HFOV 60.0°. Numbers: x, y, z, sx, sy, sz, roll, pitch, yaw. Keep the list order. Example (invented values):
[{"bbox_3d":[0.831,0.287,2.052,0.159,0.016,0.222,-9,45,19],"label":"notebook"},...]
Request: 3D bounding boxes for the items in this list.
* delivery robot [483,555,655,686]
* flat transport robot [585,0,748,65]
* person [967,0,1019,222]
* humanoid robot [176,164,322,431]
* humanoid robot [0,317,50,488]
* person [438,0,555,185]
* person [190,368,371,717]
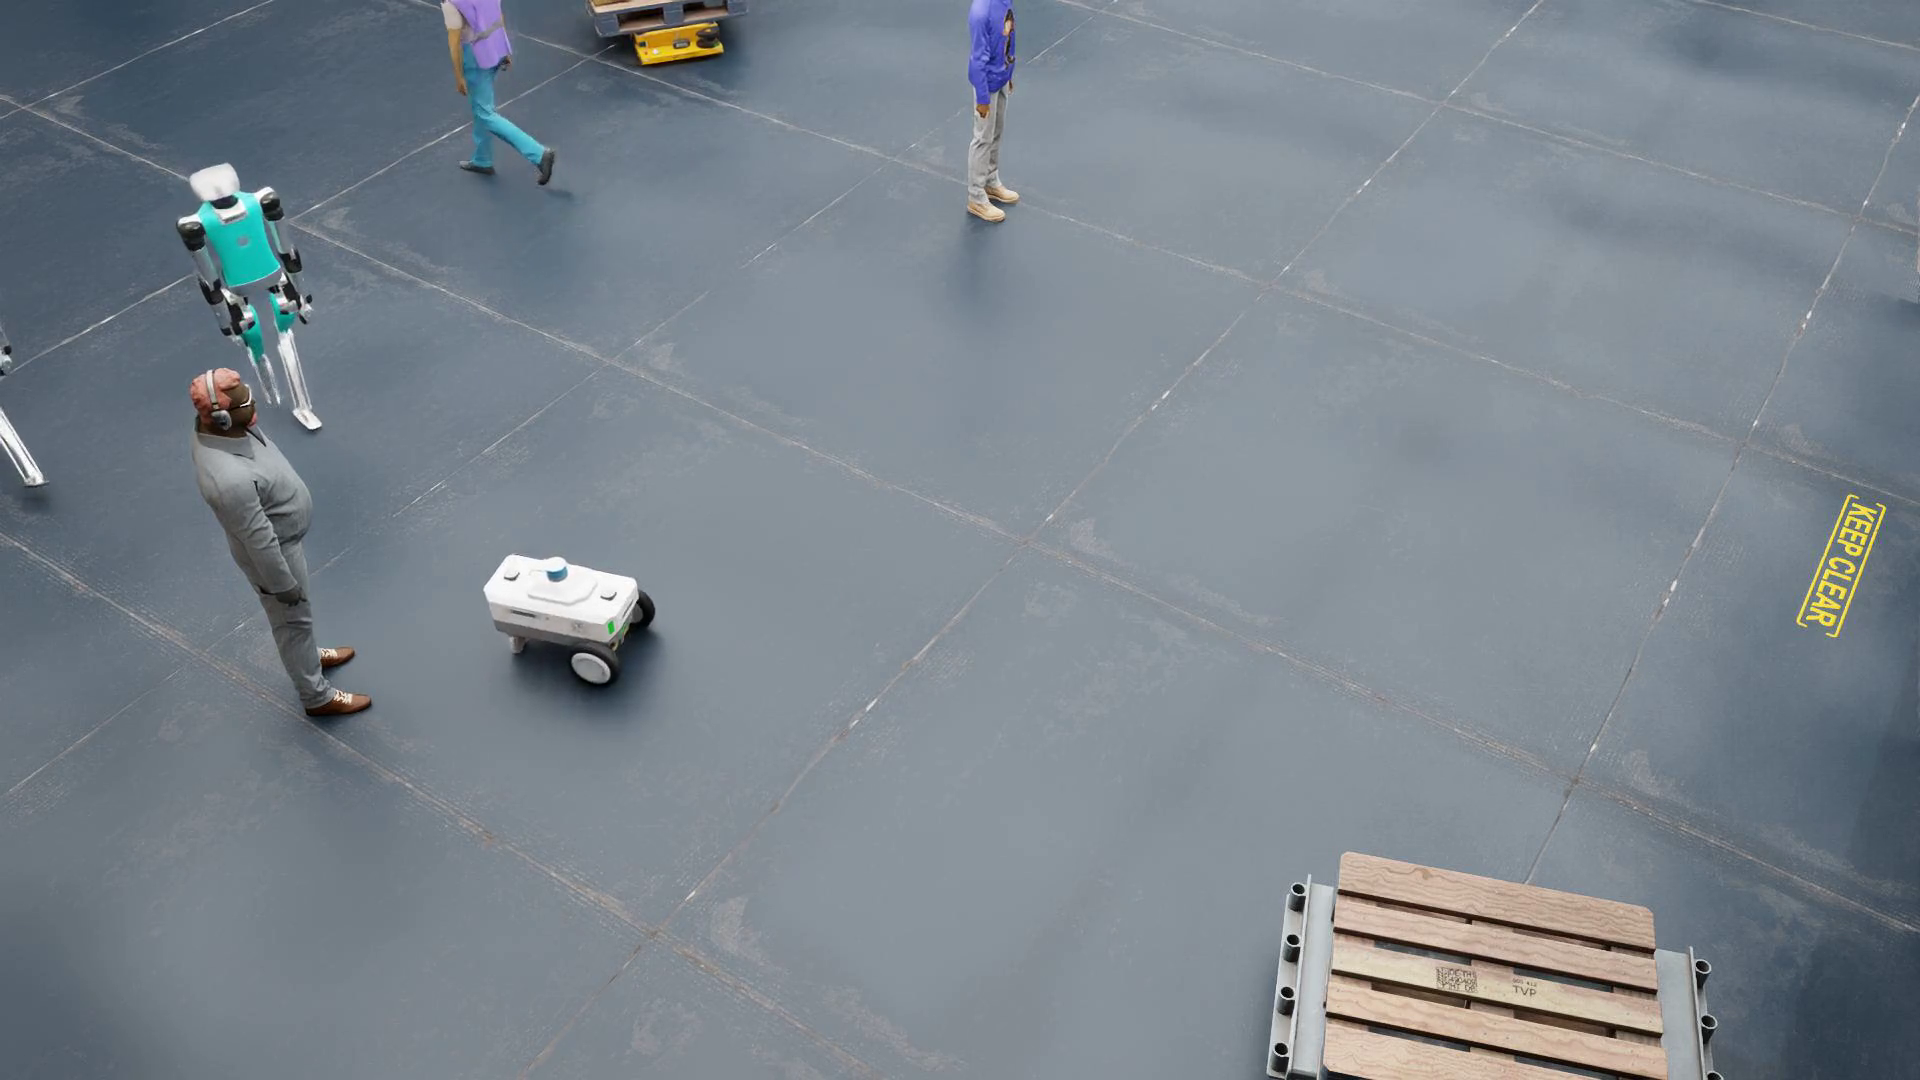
[{"bbox_3d":[-1.913,0.345,8.189,0.779,0.608,0.507,10,43,11],"label":"delivery robot"},{"bbox_3d":[-2.432,-4.297,13.588,0.659,0.231,1.431,-14,44,-15],"label":"flat transport robot"},{"bbox_3d":[0.238,-3.015,10.952,0.356,1.871,0.468,17,45,18],"label":"person"},{"bbox_3d":[-3.917,-1.301,9.218,0.554,1.902,0.743,-27,49,-27],"label":"humanoid robot"},{"bbox_3d":[-5.371,-1.039,8.845,0.547,1.731,1.019,-31,50,-30],"label":"humanoid robot"},{"bbox_3d":[-3.202,-3.261,11.269,0.777,1.814,0.570,12,43,13],"label":"person"},{"bbox_3d":[-3.099,0.018,7.532,0.412,1.907,0.643,-18,45,-19],"label":"person"}]
